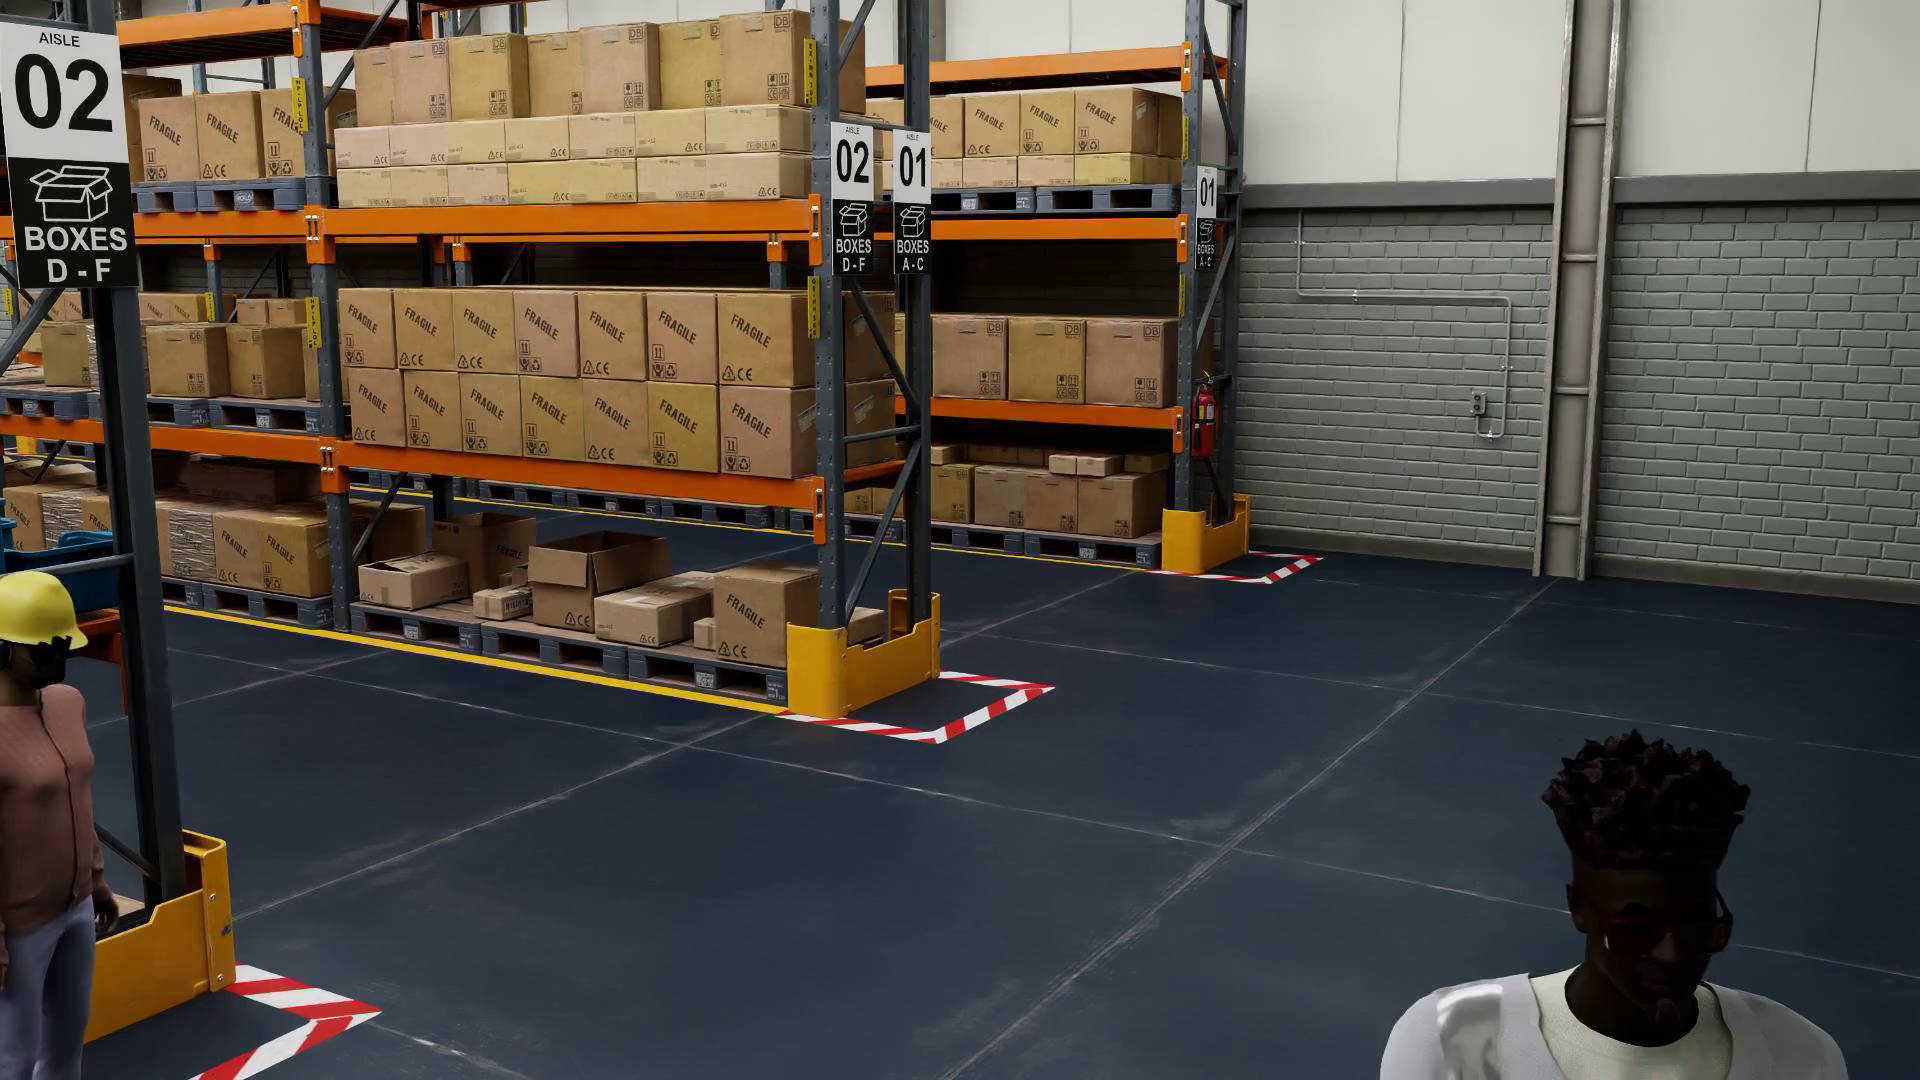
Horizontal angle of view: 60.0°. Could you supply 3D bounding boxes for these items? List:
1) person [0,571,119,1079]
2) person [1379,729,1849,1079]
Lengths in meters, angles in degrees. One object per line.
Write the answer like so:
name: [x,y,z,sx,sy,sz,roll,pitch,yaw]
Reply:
person: [-2.323,0.947,4.219,0.320,1.762,0.522,1,10,3]
person: [0.816,1.196,2.150,0.602,1.967,0.367,0,10,0]
